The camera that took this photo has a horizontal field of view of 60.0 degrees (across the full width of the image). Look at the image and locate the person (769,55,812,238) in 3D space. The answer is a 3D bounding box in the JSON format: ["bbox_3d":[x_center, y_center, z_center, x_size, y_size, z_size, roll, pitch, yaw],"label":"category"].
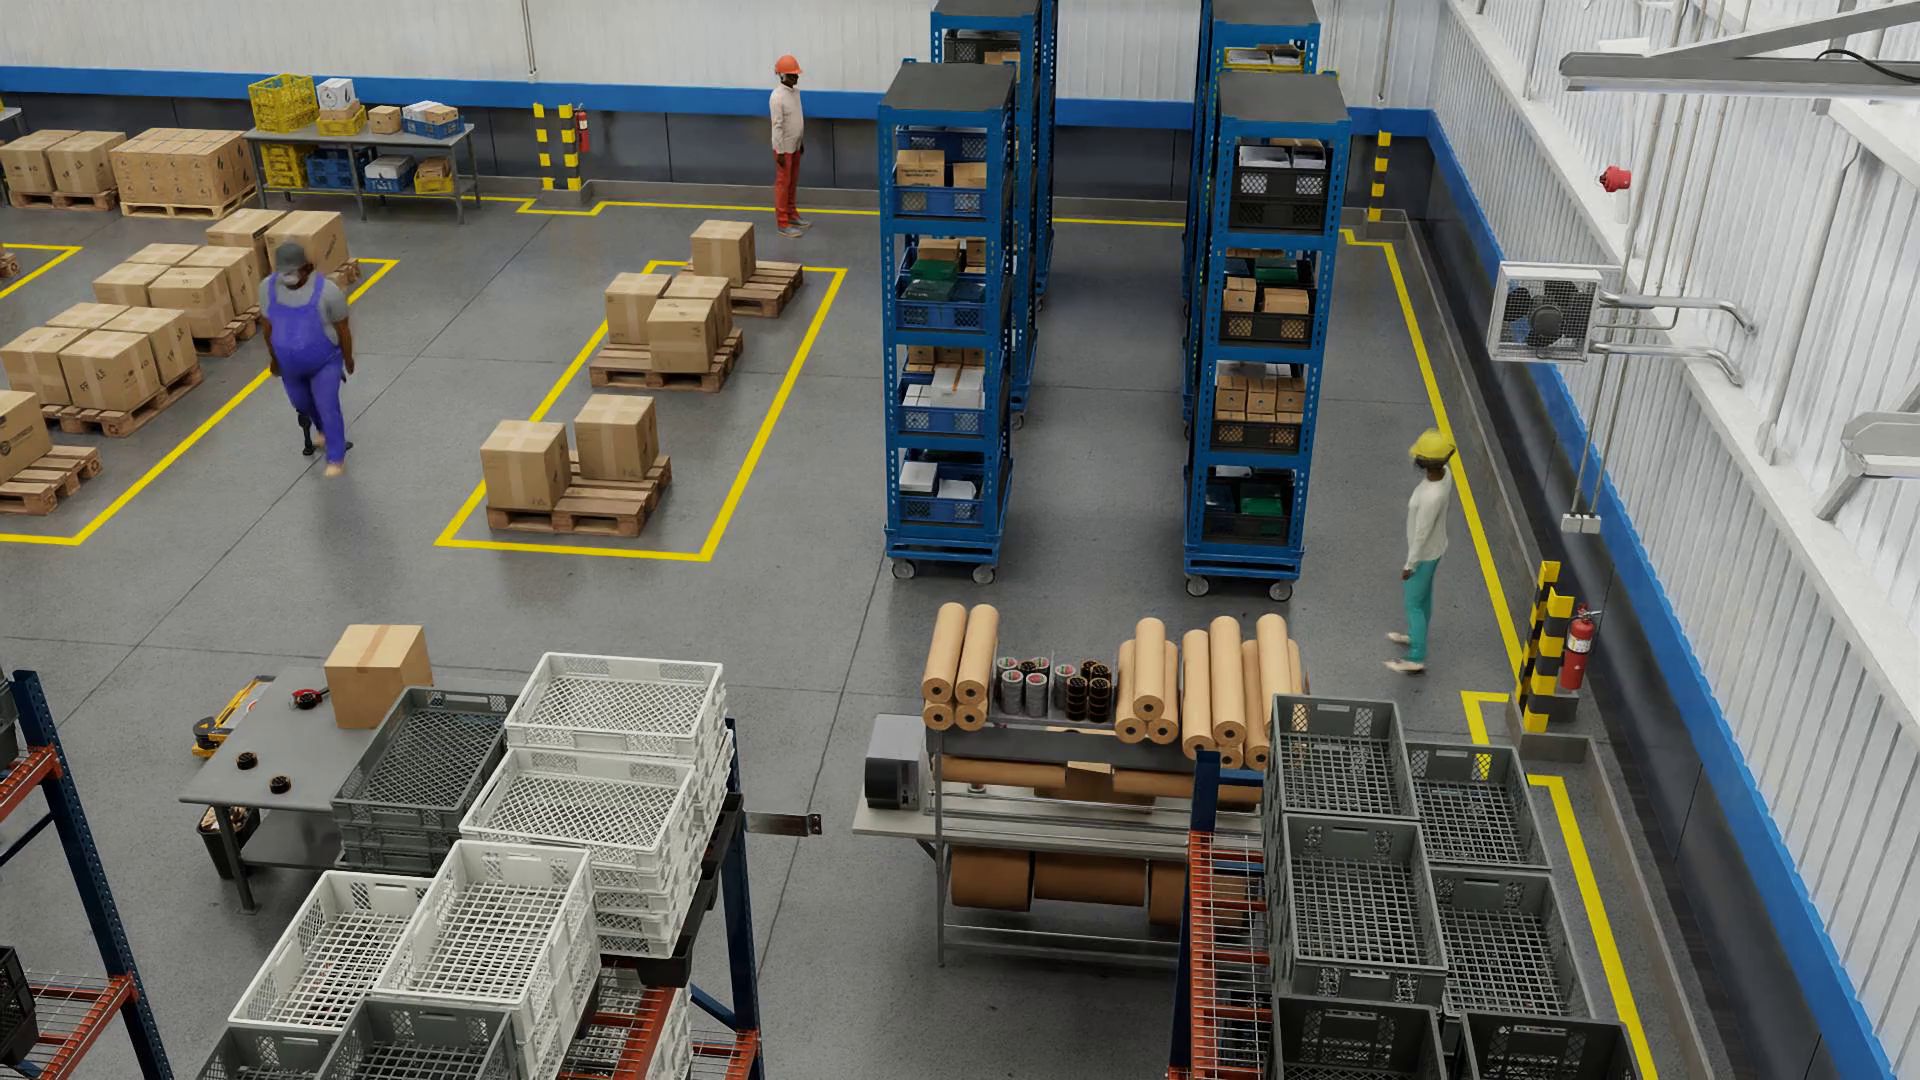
[{"bbox_3d":[-1.892,-4.394,18.506,0.389,1.995,0.611,9,32,16],"label":"person"}]

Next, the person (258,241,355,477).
[{"bbox_3d":[-5.304,-1.581,13.630,0.689,2.000,0.752,2,30,3],"label":"person"}]

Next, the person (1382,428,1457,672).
[{"bbox_3d":[3.073,0.054,11.097,0.326,1.769,0.537,13,33,22],"label":"person"}]

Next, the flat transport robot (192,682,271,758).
[{"bbox_3d":[-4.089,1.163,10.648,1.431,0.197,0.652,3,30,6],"label":"flat transport robot"}]

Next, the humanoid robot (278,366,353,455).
[{"bbox_3d":[-5.434,-1.498,13.833,0.609,1.656,0.311,4,30,7],"label":"humanoid robot"}]
